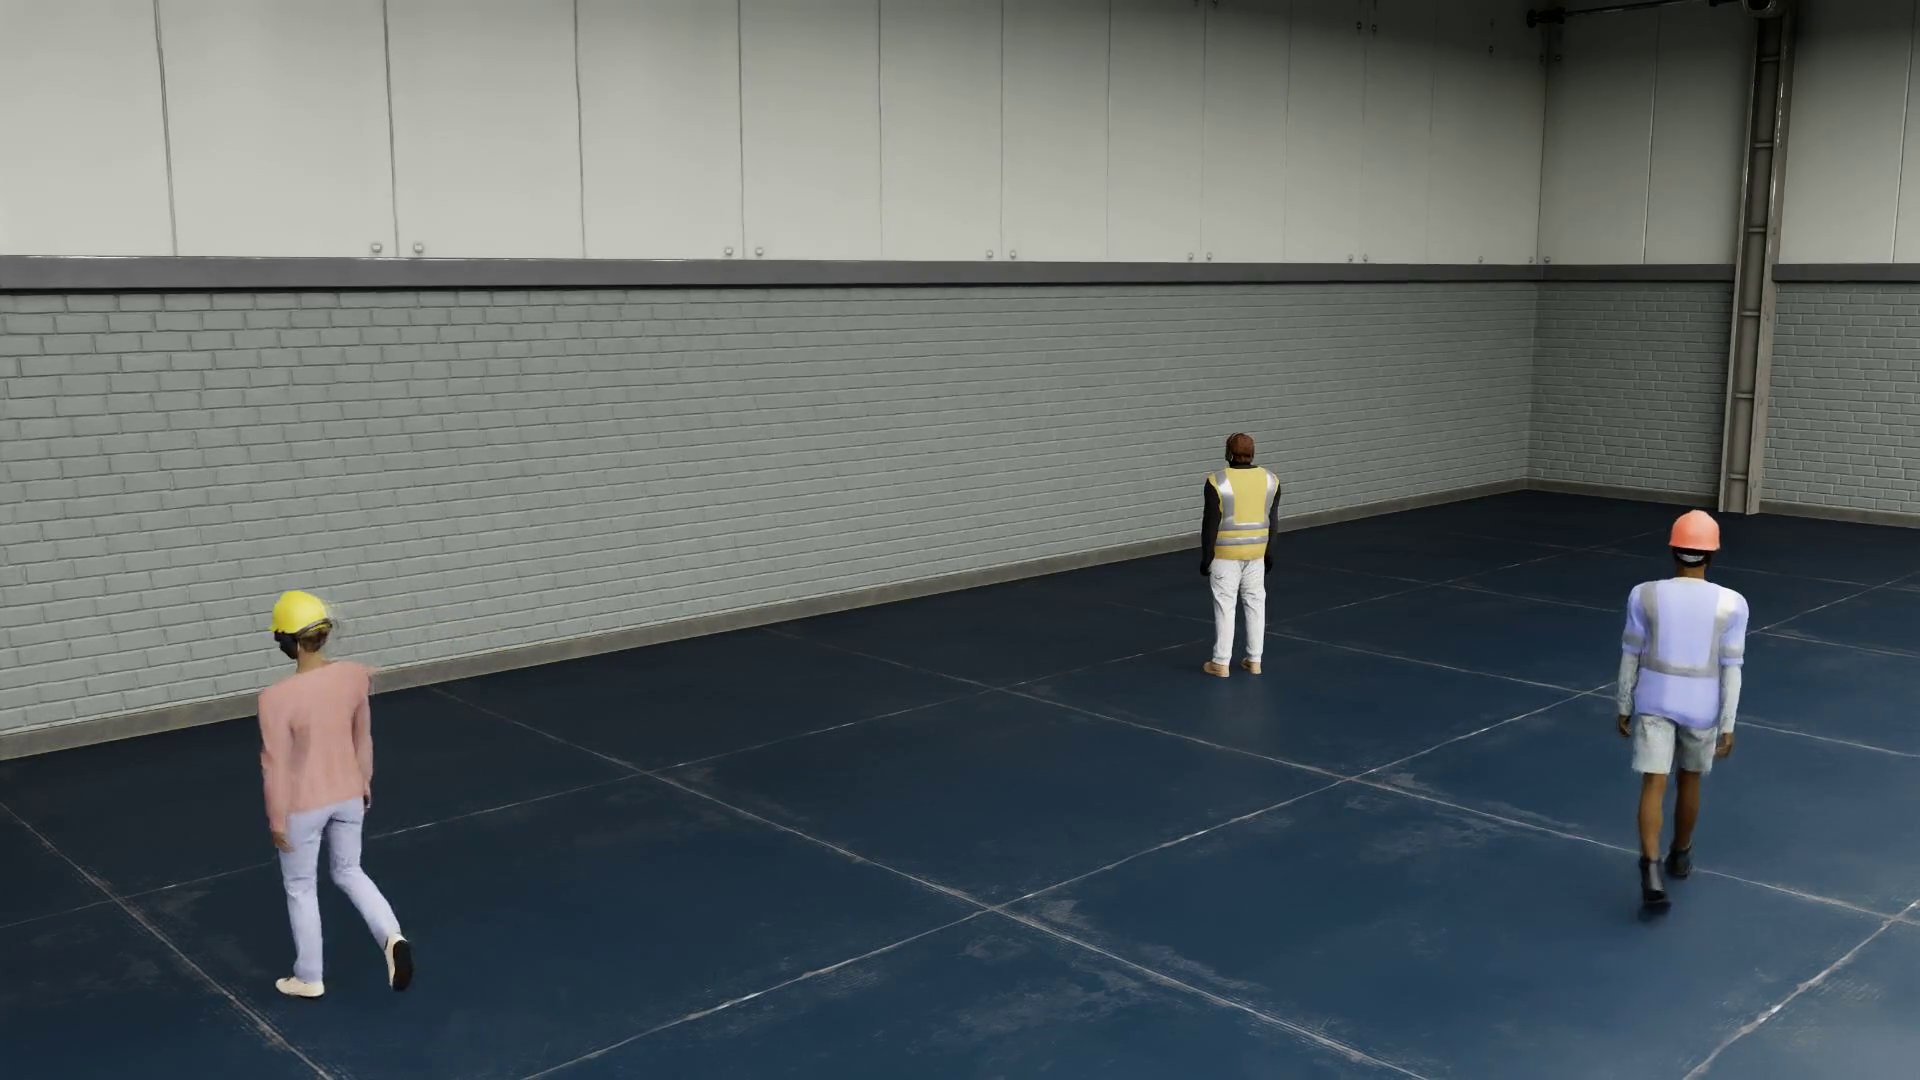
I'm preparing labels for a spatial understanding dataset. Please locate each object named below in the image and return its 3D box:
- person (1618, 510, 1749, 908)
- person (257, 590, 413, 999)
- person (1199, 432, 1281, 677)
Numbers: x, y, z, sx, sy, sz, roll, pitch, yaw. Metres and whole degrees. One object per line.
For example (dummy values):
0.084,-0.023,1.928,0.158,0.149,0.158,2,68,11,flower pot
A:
3.467,0.805,8.033,0.550,1.908,0.955,4,10,25,person
-2.590,1.068,6.825,0.608,1.748,0.537,6,11,34,person
2.082,0.109,12.508,0.633,1.842,0.429,-3,10,-19,person
